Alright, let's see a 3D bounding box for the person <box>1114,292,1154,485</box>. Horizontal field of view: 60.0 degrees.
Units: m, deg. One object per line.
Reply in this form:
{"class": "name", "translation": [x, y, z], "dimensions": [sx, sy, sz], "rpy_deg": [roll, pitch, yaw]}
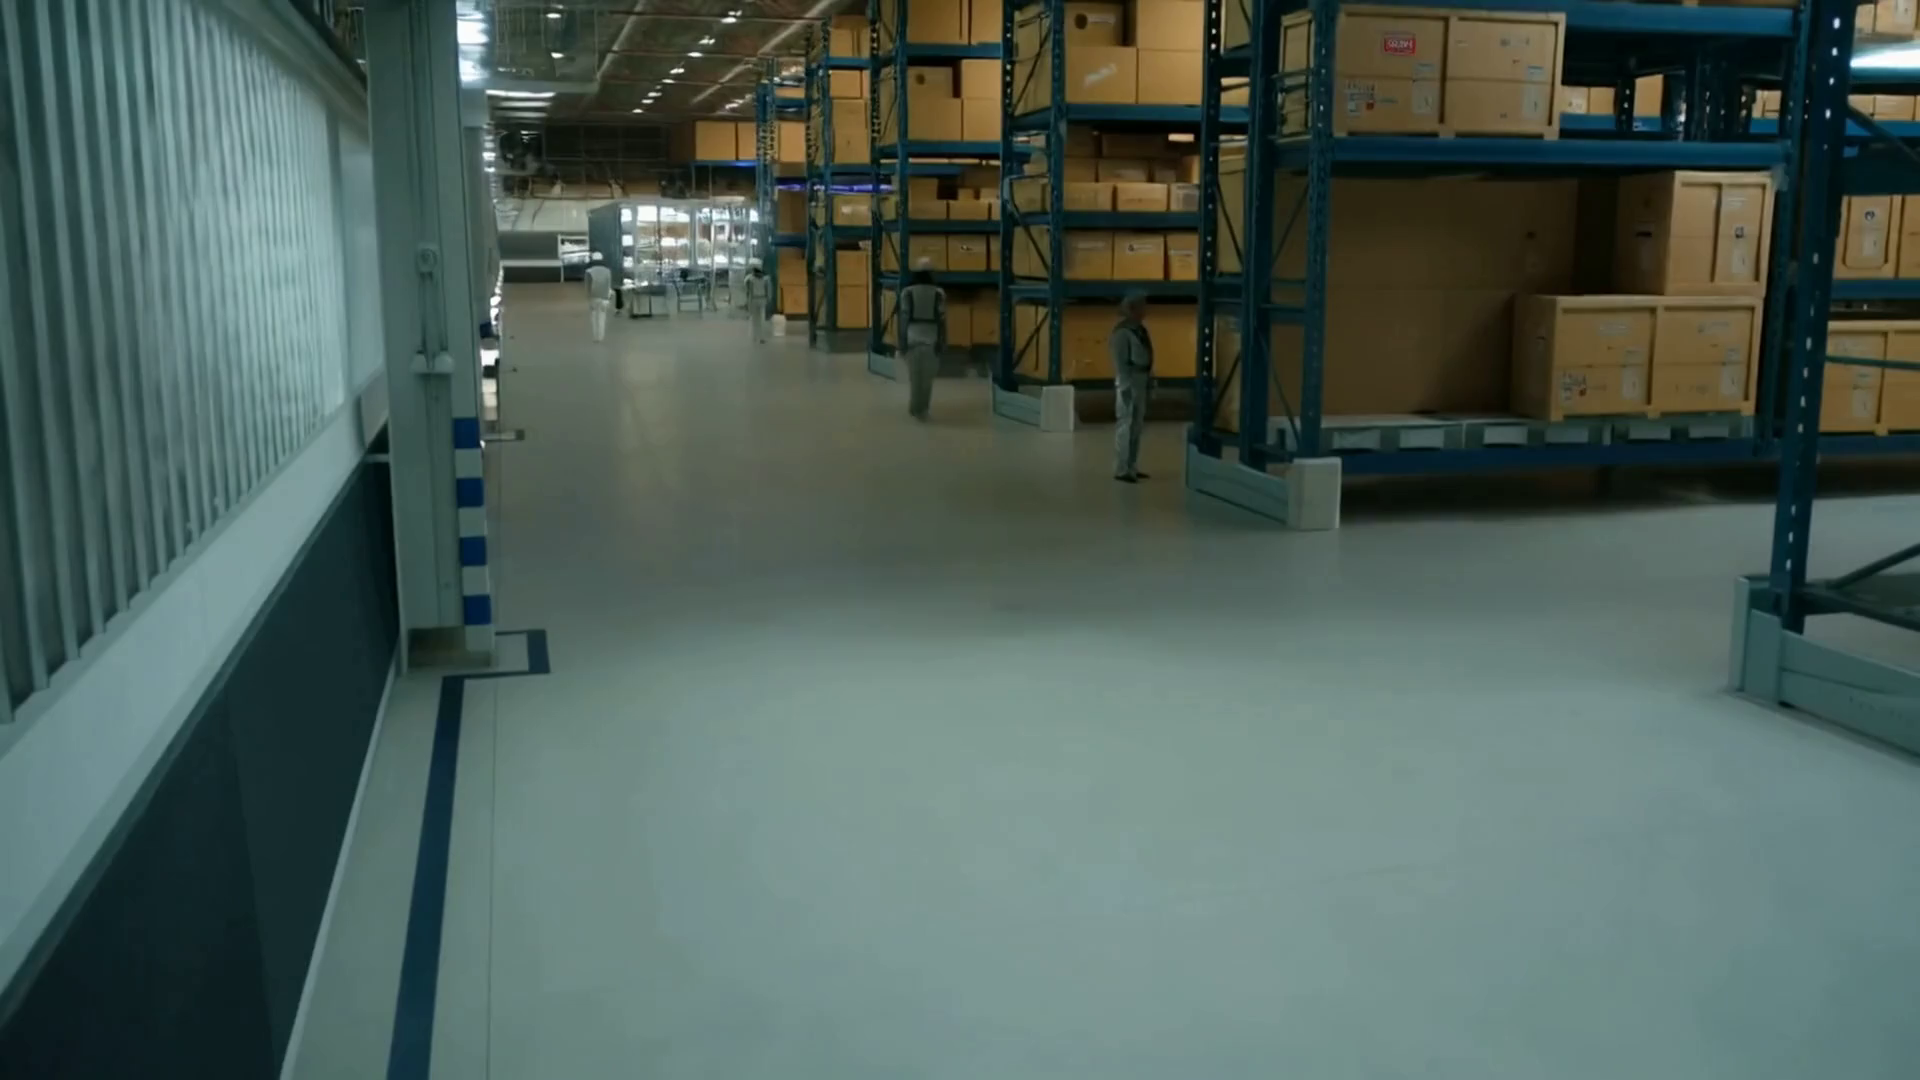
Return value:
{"class": "person", "translation": [1.490, -1.303, 14.266], "dimensions": [0.311, 1.639, 0.514], "rpy_deg": [5, 11, 28]}

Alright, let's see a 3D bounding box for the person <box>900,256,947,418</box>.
{"class": "person", "translation": [-0.418, -2.345, 19.393], "dimensions": [0.559, 1.916, 0.680], "rpy_deg": [0, 10, -2]}

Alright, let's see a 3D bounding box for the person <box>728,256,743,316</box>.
{"class": "person", "translation": [-6.491, -7.328, 48.119], "dimensions": [0.485, 1.735, 0.346], "rpy_deg": [5, 11, 25]}

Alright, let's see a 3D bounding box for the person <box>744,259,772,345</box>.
{"class": "person", "translation": [-4.167, -4.908, 34.352], "dimensions": [0.565, 1.750, 0.341], "rpy_deg": [-2, 10, -14]}

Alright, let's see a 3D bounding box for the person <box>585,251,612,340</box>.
{"class": "person", "translation": [-7.788, -5.264, 35.887], "dimensions": [0.555, 1.918, 0.407], "rpy_deg": [-1, 10, -7]}
